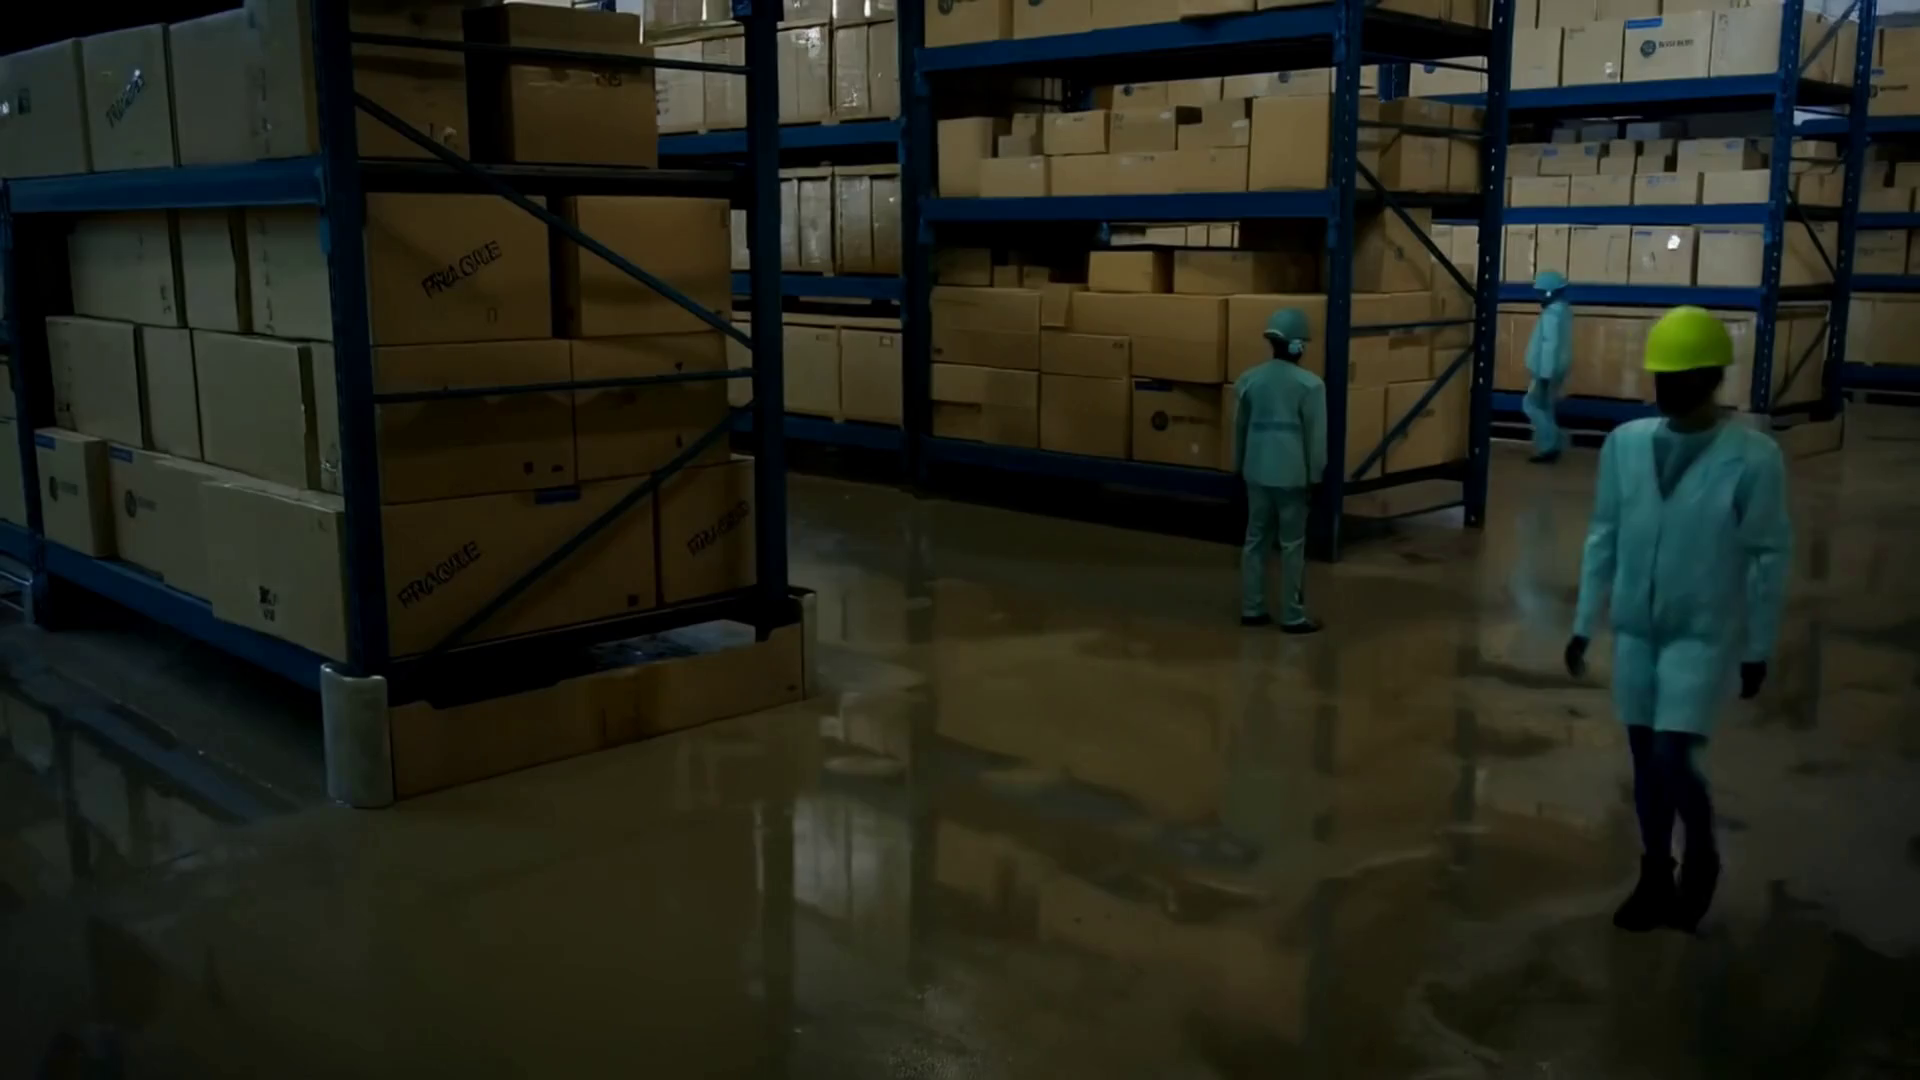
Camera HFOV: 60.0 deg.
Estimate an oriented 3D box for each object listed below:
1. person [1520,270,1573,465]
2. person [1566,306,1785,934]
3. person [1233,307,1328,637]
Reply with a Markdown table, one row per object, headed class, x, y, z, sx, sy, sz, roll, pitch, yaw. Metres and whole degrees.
| class | x | y | z | sx | sy | sz | roll | pitch | yaw |
| --- | --- | --- | --- | --- | --- | --- | --- | --- | --- |
| person | 5.428 | -1.579 | 15.384 | 0.418 | 1.819 | 0.599 | 7 | 12 | 33 |
| person | 2.132 | 0.262 | 5.032 | 0.407 | 1.918 | 0.555 | -8 | 13 | -36 |
| person | 1.728 | -0.364 | 8.910 | 0.341 | 1.750 | 0.565 | -10 | 14 | -43 |
